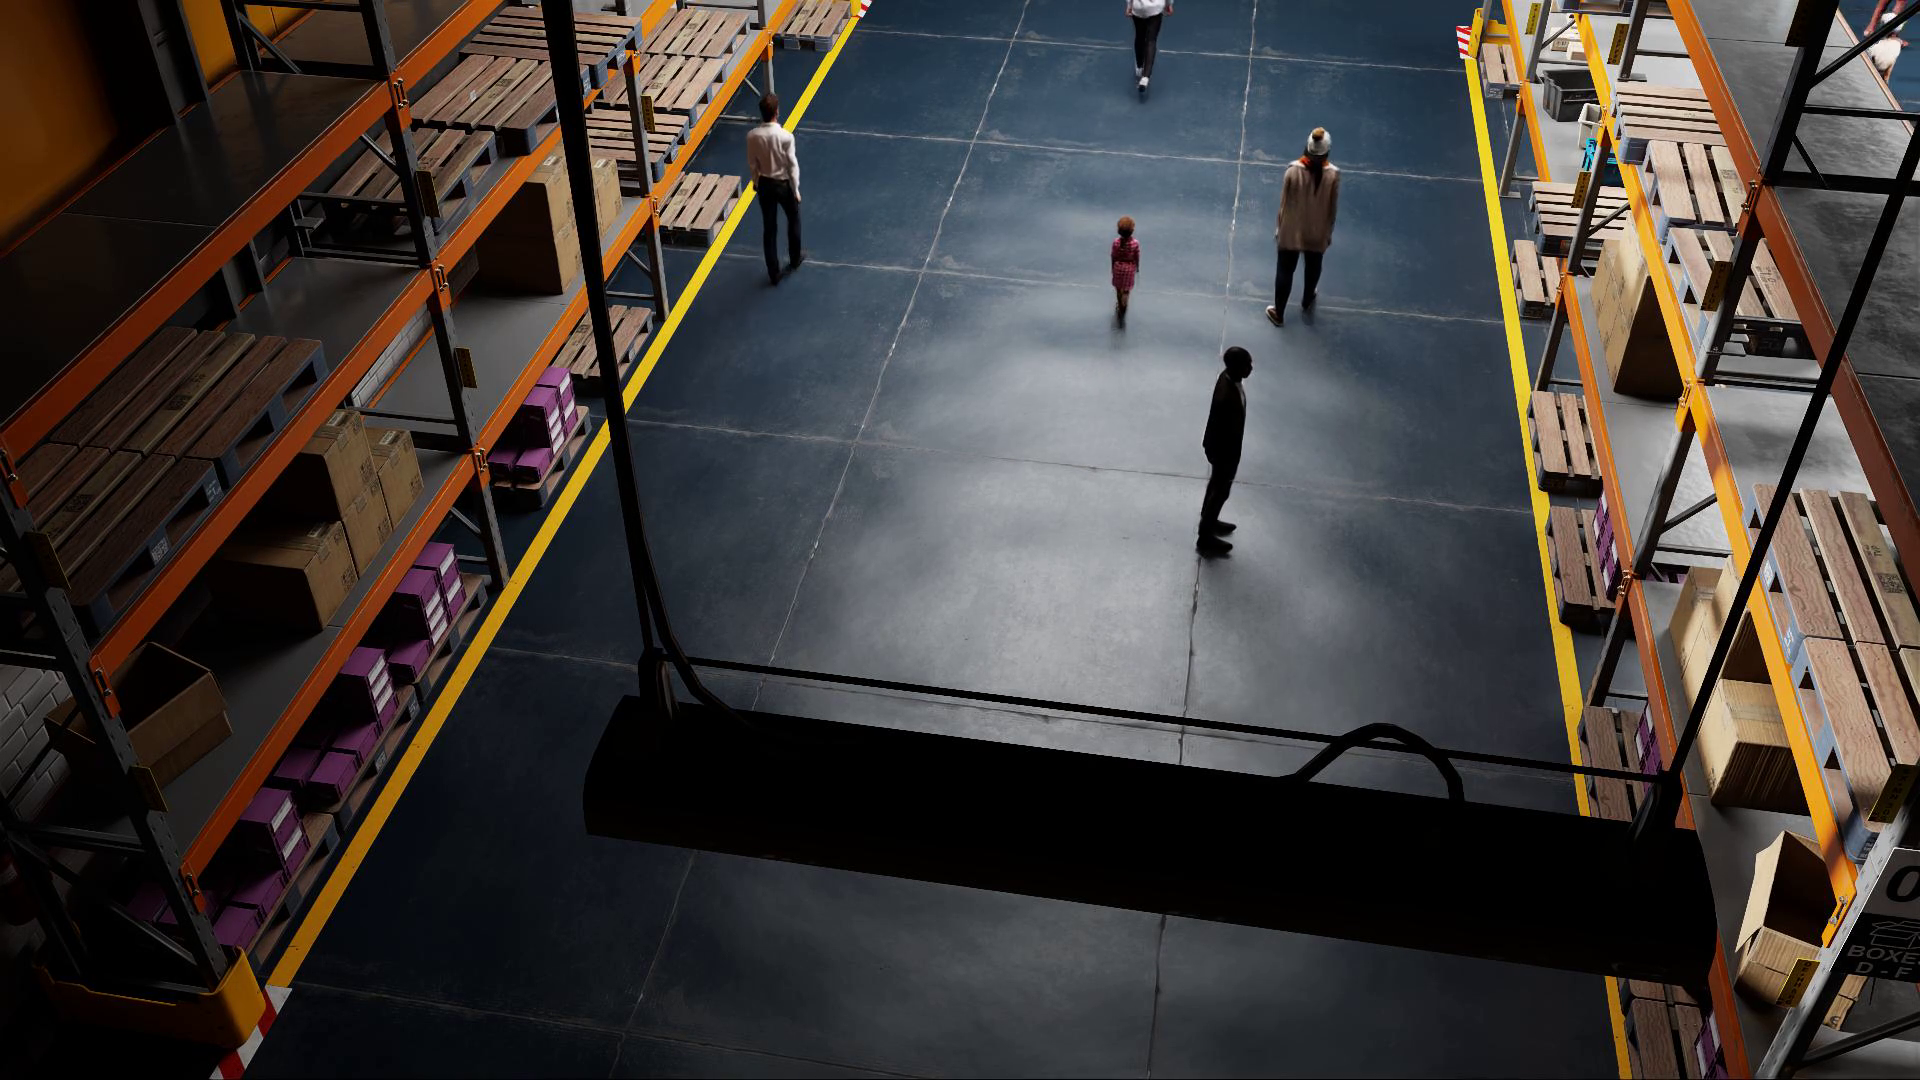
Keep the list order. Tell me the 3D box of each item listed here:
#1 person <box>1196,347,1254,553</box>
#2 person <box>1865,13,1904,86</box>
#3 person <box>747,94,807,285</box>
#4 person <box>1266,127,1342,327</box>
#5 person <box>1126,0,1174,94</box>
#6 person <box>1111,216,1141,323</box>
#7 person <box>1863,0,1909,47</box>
[{"bbox_3d":[1.996,-0.698,12.634,0.711,1.798,0.485,6,39,7],"label":"person"},{"bbox_3d":[9.664,-4.689,17.686,0.931,1.731,1.124,-11,40,-14],"label":"person"},{"bbox_3d":[-1.781,-3.287,15.832,0.716,1.854,0.829,8,39,10],"label":"person"},{"bbox_3d":[3.158,-2.853,15.278,0.664,1.867,0.841,3,39,4],"label":"person"},{"bbox_3d":[2.199,-6.182,19.425,0.682,1.894,1.197,6,39,7],"label":"person"},{"bbox_3d":[1.543,-2.540,15.569,0.453,1.015,0.732,9,39,11],"label":"person"},{"bbox_3d":[11.632,-7.076,20.694,0.913,1.707,0.879,30,48,32],"label":"person"}]
